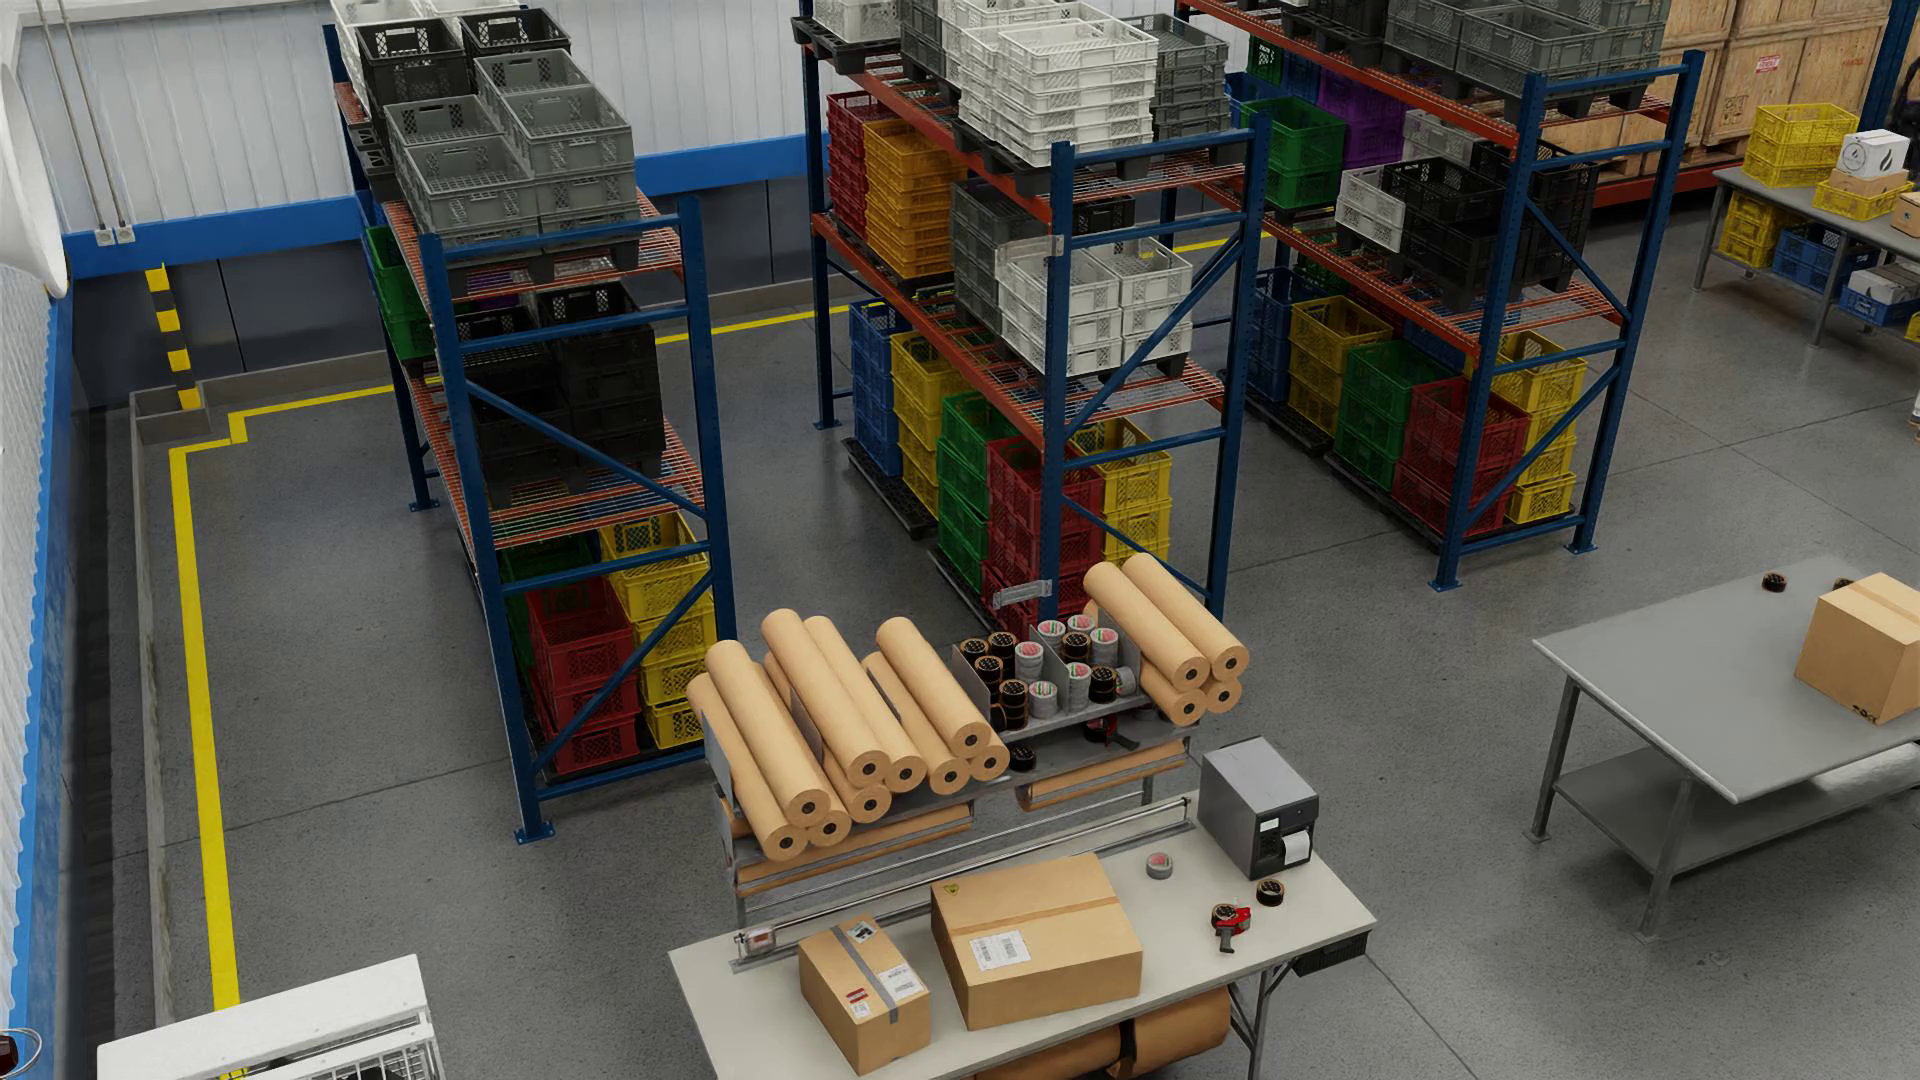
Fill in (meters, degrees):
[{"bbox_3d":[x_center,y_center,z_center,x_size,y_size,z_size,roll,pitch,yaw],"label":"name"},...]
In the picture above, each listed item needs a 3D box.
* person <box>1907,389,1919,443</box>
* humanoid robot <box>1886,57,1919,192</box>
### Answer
[{"bbox_3d":[6.633,-1.506,10.876,0.356,1.884,0.573,10,33,16],"label":"person"},{"bbox_3d":[8.497,-3.664,14.622,0.748,1.626,0.563,-16,35,-25],"label":"humanoid robot"}]
